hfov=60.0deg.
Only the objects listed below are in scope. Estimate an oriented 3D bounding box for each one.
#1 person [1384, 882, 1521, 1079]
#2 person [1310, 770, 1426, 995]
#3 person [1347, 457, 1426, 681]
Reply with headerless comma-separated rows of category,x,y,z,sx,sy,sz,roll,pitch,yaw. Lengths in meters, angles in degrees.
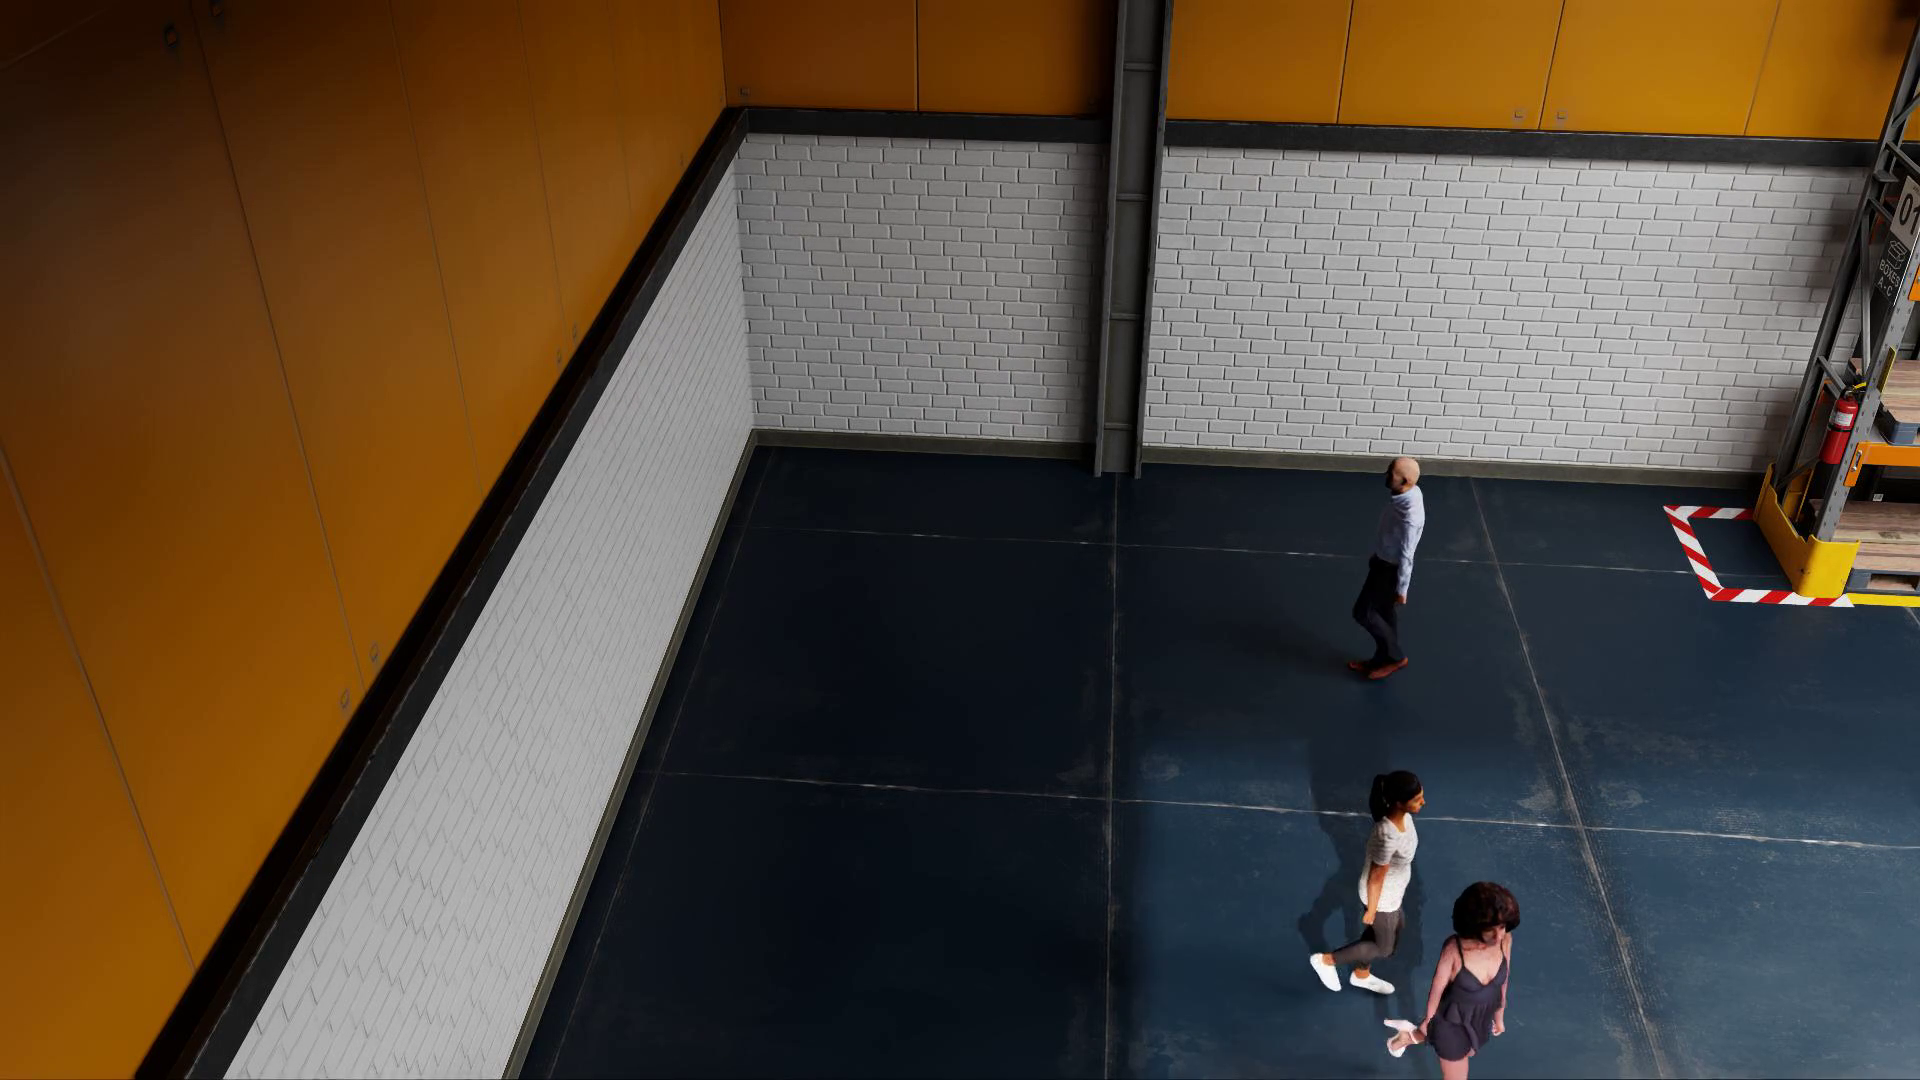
person,2.457,2.321,8.283,1.045,1.763,0.917,-12,35,-18
person,2.214,1.880,9.067,0.776,1.630,0.669,11,35,16
person,3.040,0.222,11.426,0.711,1.779,0.692,8,34,11
